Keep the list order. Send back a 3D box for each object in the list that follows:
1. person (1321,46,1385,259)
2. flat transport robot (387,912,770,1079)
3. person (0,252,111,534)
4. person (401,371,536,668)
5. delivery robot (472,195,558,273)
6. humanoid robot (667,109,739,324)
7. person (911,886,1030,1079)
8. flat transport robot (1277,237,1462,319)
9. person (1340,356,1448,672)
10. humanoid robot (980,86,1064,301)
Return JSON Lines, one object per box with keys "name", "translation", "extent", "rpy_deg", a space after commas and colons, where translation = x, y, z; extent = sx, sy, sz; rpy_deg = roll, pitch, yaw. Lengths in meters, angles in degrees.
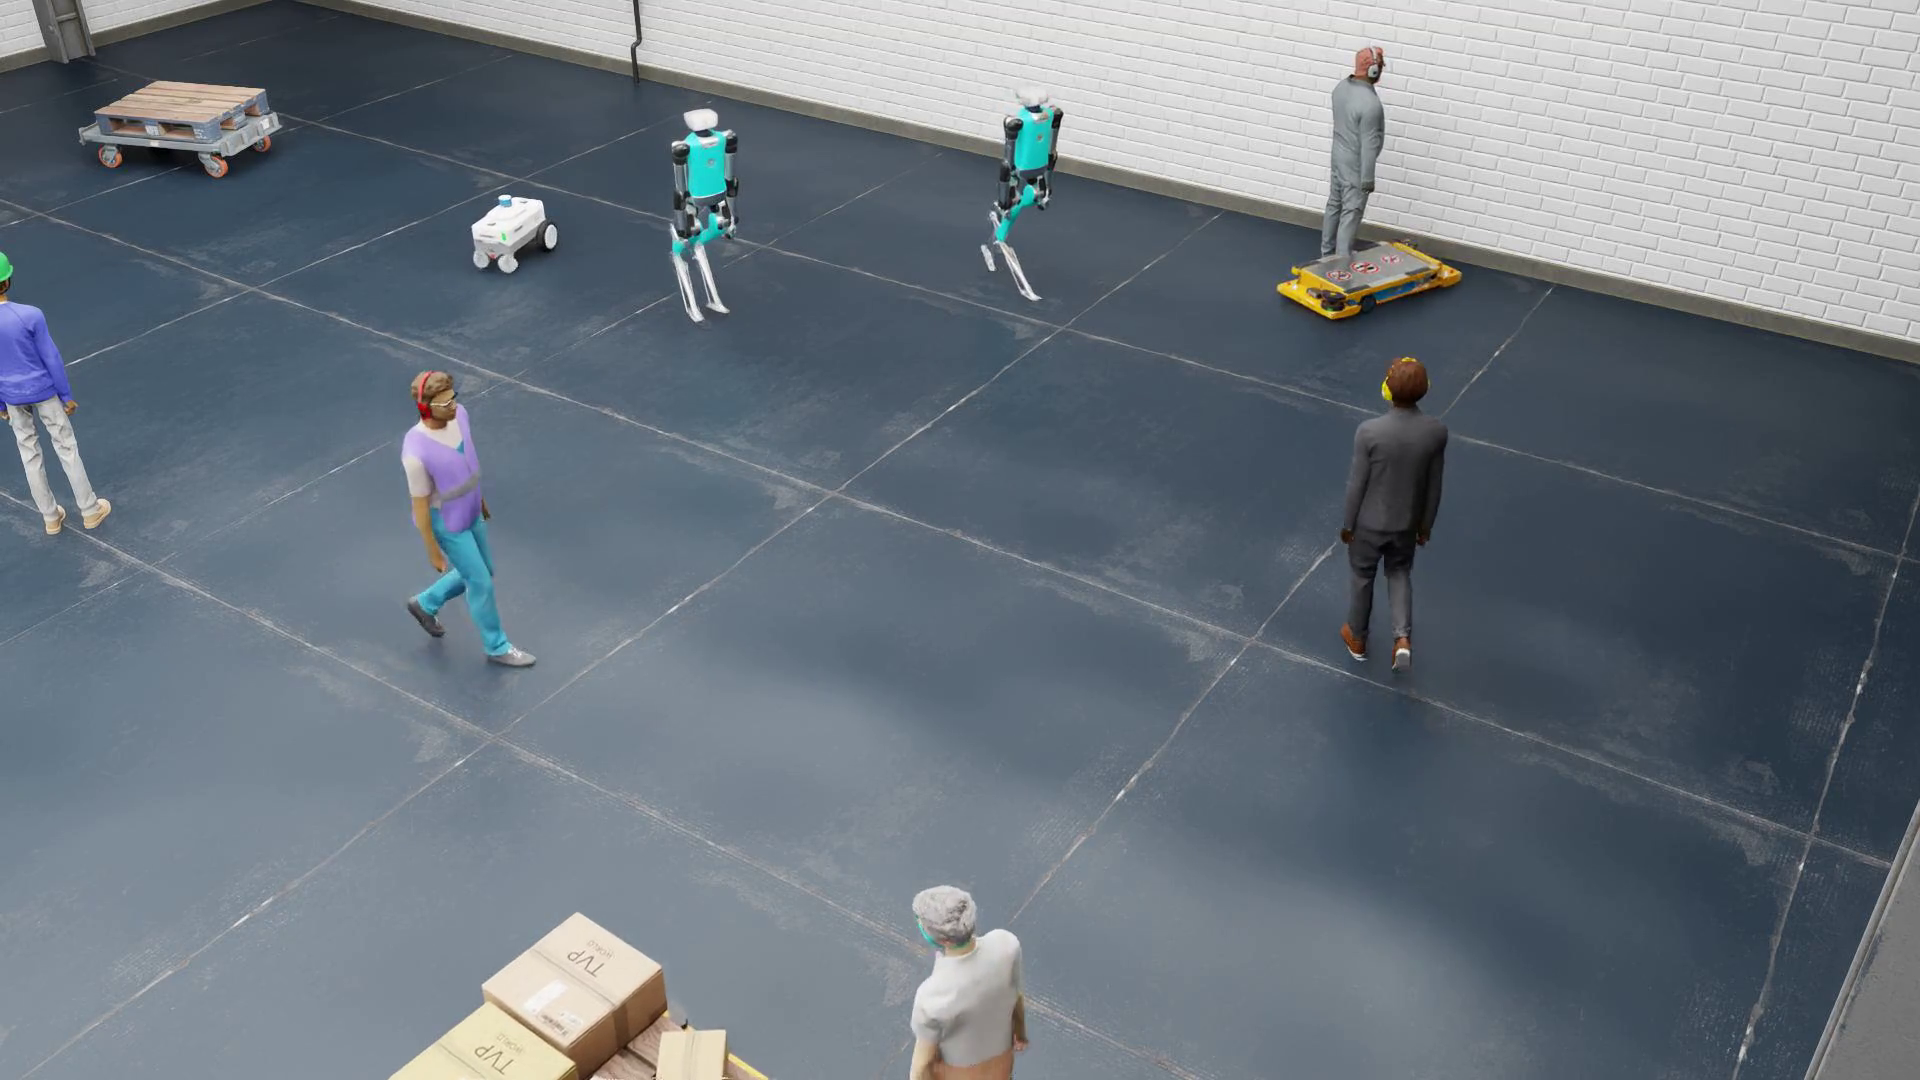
{"name": "person", "translation": [3.210, -3.050, 13.500], "extent": [0.403, 1.901, 0.644], "rpy_deg": [-7, 33, -11]}
{"name": "flat transport robot", "translation": [-1.431, 2.428, 6.478], "extent": [0.659, 0.231, 1.431], "rpy_deg": [22, 39, 31]}
{"name": "person", "translation": [-5.675, -0.893, 10.166], "extent": [0.464, 1.873, 0.341], "rpy_deg": [-8, 34, -12]}
{"name": "person", "translation": [-2.762, -0.109, 8.988], "extent": [0.701, 1.820, 0.575], "rpy_deg": [5, 33, 8]}
{"name": "delivery robot", "translation": [-3.809, -2.629, 14.089], "extent": [0.527, 0.601, 0.773], "rpy_deg": [9, 34, 14]}
{"name": "humanoid robot", "translation": [-2.020, -2.520, 12.696], "extent": [0.533, 1.677, 0.735], "rpy_deg": [-21, 38, -29]}
{"name": "person", "translation": [0.065, 1.899, 5.957], "extent": [0.560, 1.722, 0.464], "rpy_deg": [-15, 36, -22]}
{"name": "flat transport robot", "translation": [3.356, -2.145, 13.593], "extent": [1.431, 0.231, 0.659], "rpy_deg": [-19, 37, -26]}
{"name": "person", "translation": [2.312, -0.095, 8.937], "extent": [0.509, 1.859, 0.565], "rpy_deg": [-2, 33, -3]}
{"name": "humanoid robot", "translation": [0.348, -2.865, 13.386], "extent": [0.534, 1.763, 0.988], "rpy_deg": [-22, 39, -30]}
